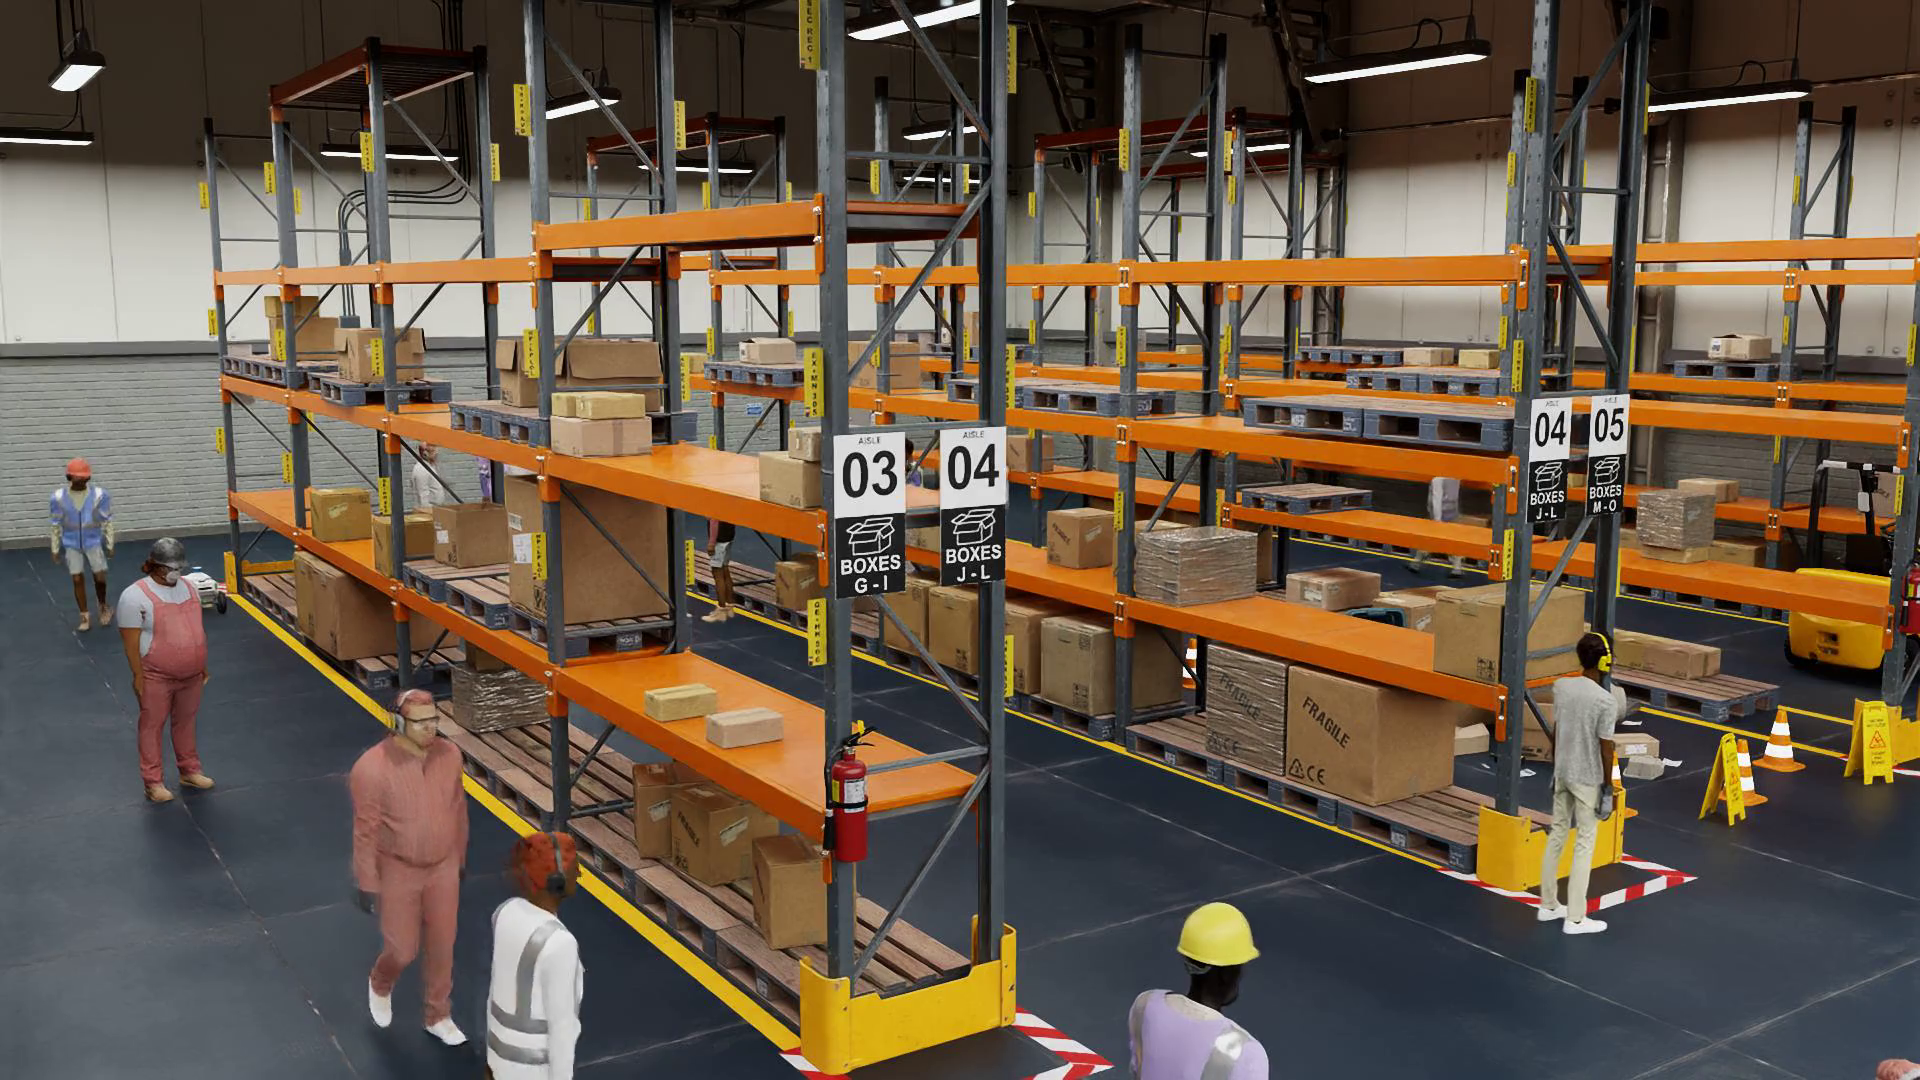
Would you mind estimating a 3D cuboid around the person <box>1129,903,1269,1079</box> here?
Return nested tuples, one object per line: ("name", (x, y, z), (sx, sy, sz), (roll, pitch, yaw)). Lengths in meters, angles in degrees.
("person", (0.804, 2.140, 5.548), (0.402, 1.916, 0.583), (-7, 11, -39))

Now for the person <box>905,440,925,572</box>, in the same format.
("person", (-0.669, -0.415, 22.587), (0.405, 1.907, 0.602), (-4, 9, -24))

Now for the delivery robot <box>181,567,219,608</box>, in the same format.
("delivery robot", (-9.239, 0.569, 20.184), (0.477, 0.478, 0.707), (-6, 10, -33))

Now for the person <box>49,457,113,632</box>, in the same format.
("person", (-10.065, 0.052, 19.063), (0.636, 2.026, 0.428), (-4, 9, -24))

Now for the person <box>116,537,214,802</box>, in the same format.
("person", (-6.086, 0.975, 12.872), (0.536, 2.000, 0.672), (4, 9, 26))

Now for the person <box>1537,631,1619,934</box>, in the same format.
("person", (3.798, 1.476, 10.162), (0.343, 1.859, 0.501), (-4, 9, -26))

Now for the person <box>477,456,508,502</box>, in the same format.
("person", (-6.699, -0.696, 24.106), (0.471, 2.037, 0.653), (3, 9, 19))

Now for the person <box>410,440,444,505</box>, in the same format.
("person", (-8.667, -0.929, 27.056), (0.868, 1.591, 0.510), (-5, 10, -30))

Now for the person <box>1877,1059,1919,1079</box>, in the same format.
("person", (2.471, 2.308, 4.435), (0.637, 1.911, 0.403), (-4, 10, -26))

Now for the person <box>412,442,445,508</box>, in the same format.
("person", (-7.114, -0.375, 22.305), (0.400, 1.910, 0.643), (-2, 9, -14))

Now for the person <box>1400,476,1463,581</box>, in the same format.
("person", (6.457, -0.351, 22.520), (0.621, 1.785, 0.928), (-8, 11, -41))

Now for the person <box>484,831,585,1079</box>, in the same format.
("person", (-1.743, 2.048, 6.419), (0.898, 1.851, 0.598), (-6, 10, -35))

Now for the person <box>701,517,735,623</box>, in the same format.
("person", (-2.864, -0.034, 19.651), (0.409, 2.028, 0.617), (1, 9, 7))

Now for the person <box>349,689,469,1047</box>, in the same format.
("person", (-2.839, 1.687, 8.624), (0.513, 1.890, 0.662), (7, 11, 39))

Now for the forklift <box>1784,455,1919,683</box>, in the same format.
("forklift", (9.643, 0.253, 17.172), (2.313, 2.155, 1.214), (-6, 10, -33))
